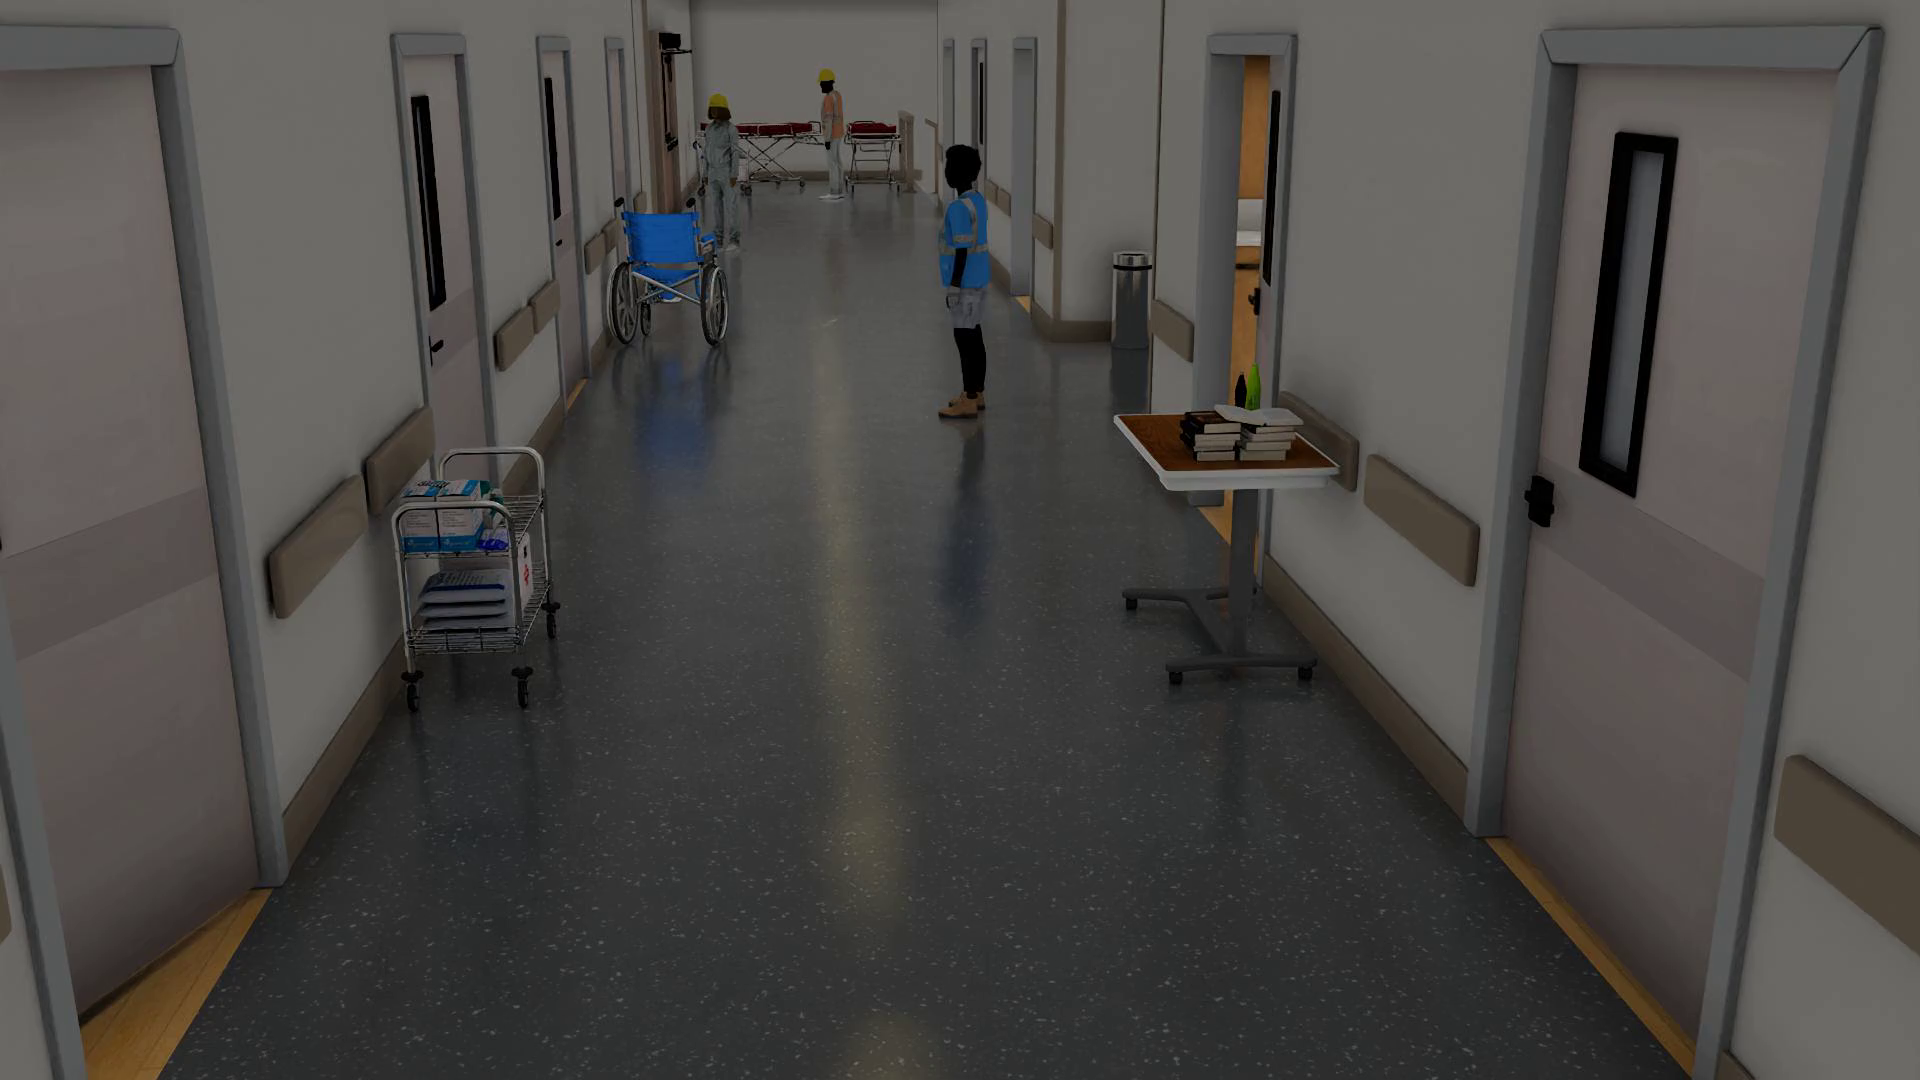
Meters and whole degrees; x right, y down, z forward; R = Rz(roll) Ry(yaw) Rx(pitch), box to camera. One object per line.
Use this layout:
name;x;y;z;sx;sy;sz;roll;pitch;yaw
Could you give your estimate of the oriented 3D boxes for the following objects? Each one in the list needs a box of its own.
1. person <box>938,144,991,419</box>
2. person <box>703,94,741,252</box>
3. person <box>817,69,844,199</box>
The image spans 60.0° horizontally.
person;0.024;-1.612;10.425;0.315;1.696;0.541;4;17;13
person;-2.700;-4.130;18.761;0.487;1.746;0.290;11;20;32
person;-1.953;-6.108;25.078;0.393;1.918;0.585;3;17;9
